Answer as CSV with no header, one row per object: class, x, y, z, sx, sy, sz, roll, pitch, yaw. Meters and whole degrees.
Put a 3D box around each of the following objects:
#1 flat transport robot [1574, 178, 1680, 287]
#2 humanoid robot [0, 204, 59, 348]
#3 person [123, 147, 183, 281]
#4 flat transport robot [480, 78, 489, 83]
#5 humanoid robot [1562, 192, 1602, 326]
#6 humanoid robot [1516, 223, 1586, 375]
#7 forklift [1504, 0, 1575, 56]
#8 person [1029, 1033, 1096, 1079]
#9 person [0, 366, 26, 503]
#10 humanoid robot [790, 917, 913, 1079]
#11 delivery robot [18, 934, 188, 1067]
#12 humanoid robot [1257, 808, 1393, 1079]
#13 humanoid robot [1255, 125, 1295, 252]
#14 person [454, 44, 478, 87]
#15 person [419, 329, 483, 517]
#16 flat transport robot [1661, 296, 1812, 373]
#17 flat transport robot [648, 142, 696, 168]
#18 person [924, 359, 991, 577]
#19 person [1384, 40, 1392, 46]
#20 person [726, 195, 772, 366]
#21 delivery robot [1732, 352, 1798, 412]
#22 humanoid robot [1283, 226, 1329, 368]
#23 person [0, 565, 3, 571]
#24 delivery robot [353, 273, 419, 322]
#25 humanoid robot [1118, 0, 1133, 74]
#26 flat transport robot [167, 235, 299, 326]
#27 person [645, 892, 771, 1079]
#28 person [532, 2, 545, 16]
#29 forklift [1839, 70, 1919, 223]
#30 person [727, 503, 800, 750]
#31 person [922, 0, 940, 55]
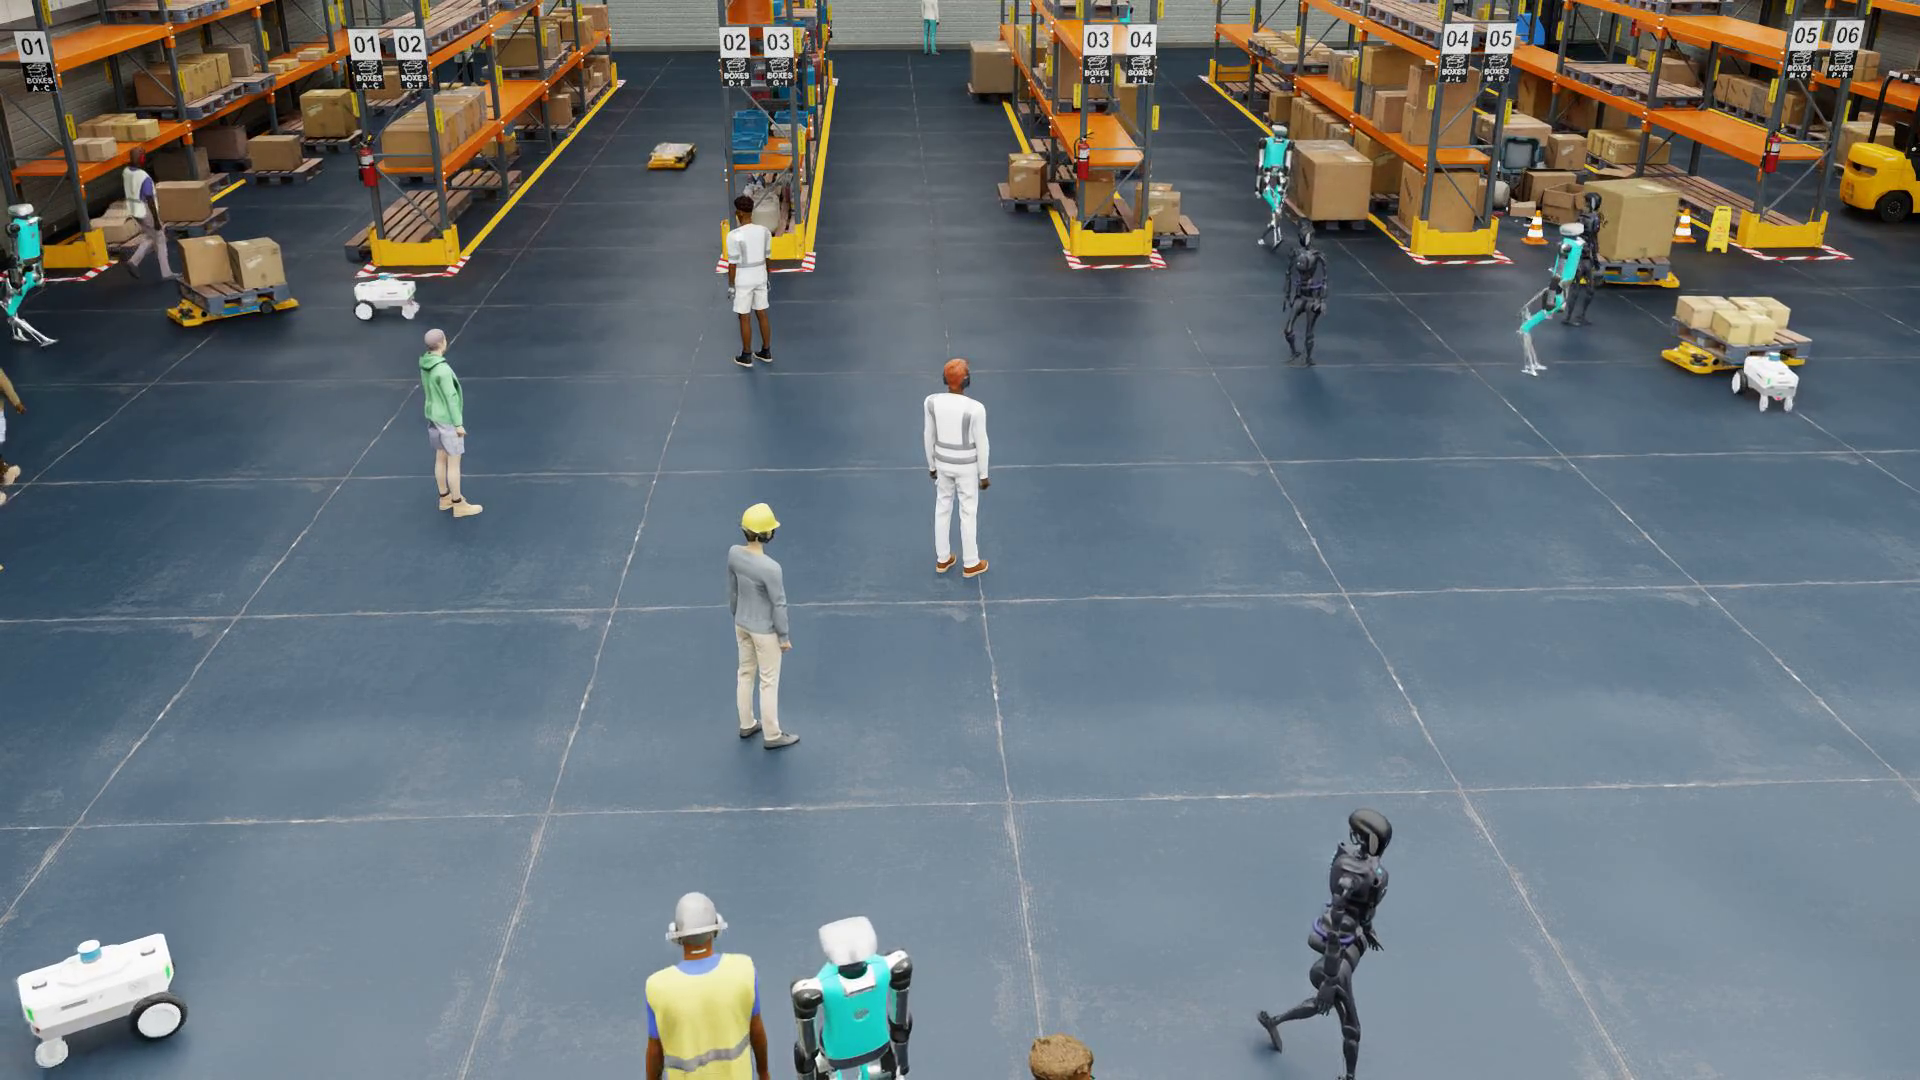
flat transport robot,8.971,-3.633,22.636,1.431,0.231,0.659,4,24,8
humanoid robot,-11.146,-3.108,19.644,0.924,1.734,0.544,4,24,8
person,-10.966,-4.357,22.350,0.572,1.821,0.604,17,29,33
flat transport robot,-10.418,-10.841,38.833,0.659,0.231,1.431,18,29,34
humanoid robot,7.690,-3.470,20.528,0.606,1.647,0.317,-20,31,-38
humanoid robot,6.585,-2.728,18.793,0.724,1.770,0.537,18,30,35
forklift,14.700,-13.805,42.301,1.873,2.768,1.129,-1,24,-2
person,0.353,2.683,6.420,0.378,1.916,0.495,3,24,7
person,-9.060,-1.226,15.444,0.550,1.723,0.900,-2,24,-5
humanoid robot,-0.554,2.296,7.482,0.560,1.742,0.845,-10,26,-21
delivery robot,-4.521,2.379,8.772,0.791,0.592,0.499,-14,28,-29
humanoid robot,1.843,2.005,8.291,0.718,1.642,0.616,14,28,29
humanoid robot,4.616,-5.025,23.997,0.569,1.760,0.998,-3,24,-8
person,-11.259,-11.105,37.669,0.532,1.696,0.319,-1,24,-1
person,-4.656,-1.059,15.037,0.337,1.743,0.480,-21,32,-39
flat transport robot,8.996,-2.158,19.322,1.431,0.231,0.659,-5,25,-12
flat transport robot,-5.212,-6.980,30.156,0.659,0.231,1.431,0,24,0
person,-0.016,-0.596,13.828,0.573,1.884,0.357,12,27,25
person,11.003,-12.950,41.759,0.975,1.745,0.643,0,24,1
person,-2.414,-2.972,19.085,0.377,1.958,0.596,22,32,40
delivery robot,8.768,-1.742,18.040,0.499,0.599,0.774,1,24,3
humanoid robot,3.968,-2.765,18.961,0.590,1.645,0.358,21,32,39
person,-8.375,-0.559,13.745,0.381,1.890,0.563,13,27,27
delivery robot,-7.281,-3.070,21.038,0.812,0.609,0.499,-2,24,-4
humanoid robot,4.050,-11.835,39.303,0.553,1.779,0.958,-15,28,-29
flat transport robot,-9.283,-3.003,21.221,1.431,0.231,0.659,-19,30,-36
person,-1.076,2.357,7.206,0.554,1.874,0.572,-9,25,-19
person,-10.335,-12.612,40.851,0.371,1.864,0.513,19,30,37
forklift,15.132,-6.143,25.915,2.313,2.155,1.214,-1,24,-2
person,-1.349,0.579,11.329,0.528,1.767,0.327,21,31,39
person,-0.747,-13.319,42.558,0.523,1.768,0.307,18,30,34
